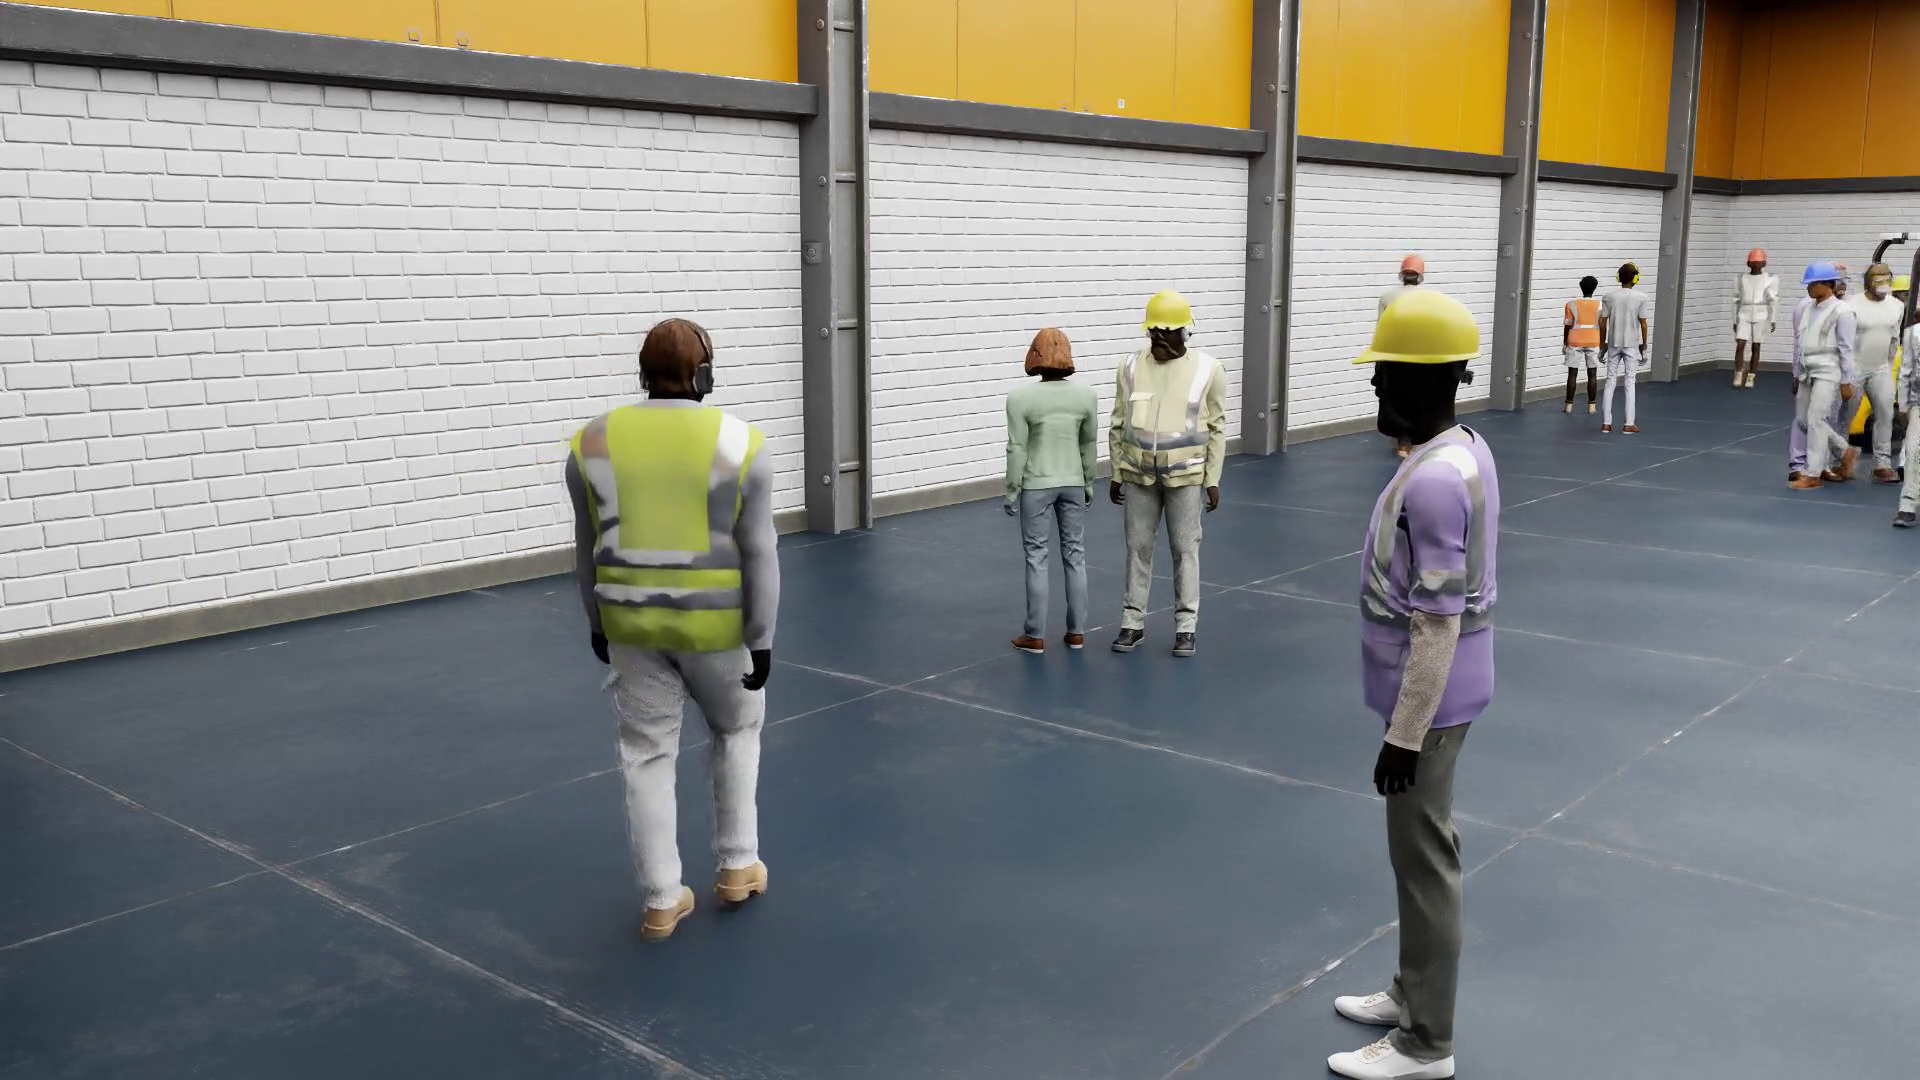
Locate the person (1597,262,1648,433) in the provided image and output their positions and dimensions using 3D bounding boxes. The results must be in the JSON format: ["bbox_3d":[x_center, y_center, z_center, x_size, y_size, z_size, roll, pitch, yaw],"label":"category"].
[{"bbox_3d":[7.282,-2.102,18.259,0.531,1.870,0.317,7,12,34],"label":"person"}]

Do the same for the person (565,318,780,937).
[{"bbox_3d":[-0.835,0.249,5.027,0.629,1.824,0.633,0,10,2],"label":"person"}]

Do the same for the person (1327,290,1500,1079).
[{"bbox_3d":[1.107,0.365,4.048,0.364,1.928,0.586,3,10,17],"label":"person"}]

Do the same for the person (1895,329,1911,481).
[{"bbox_3d":[8.207,-1.244,14.057,0.375,1.623,0.543,-6,12,-32],"label":"person"}]

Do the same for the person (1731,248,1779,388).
[{"bbox_3d":[11.418,-3.175,23.941,0.630,2.011,0.830,6,11,29],"label":"person"}]

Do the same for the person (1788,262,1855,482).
[{"bbox_3d":[7.465,-1.432,14.339,0.653,1.906,0.405,-5,11,-24],"label":"person"}]

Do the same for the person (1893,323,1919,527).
[{"bbox_3d":[7.062,-0.964,11.972,0.611,1.796,0.783,7,12,36],"label":"person"}]

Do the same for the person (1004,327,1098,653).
[{"bbox_3d":[0.456,-0.246,8.363,0.499,1.633,0.286,-4,11,-21],"label":"person"}]

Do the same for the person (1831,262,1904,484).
[{"bbox_3d":[7.828,-1.422,14.301,0.636,1.894,0.866,-1,10,-4],"label":"person"}]

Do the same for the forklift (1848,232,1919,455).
[{"bbox_3d":[9.955,-1.972,16.595,2.313,2.155,1.214,1,10,8],"label":"forklift"}]

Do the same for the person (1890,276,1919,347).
[{"bbox_3d":[10.086,-1.976,17.964,0.886,1.719,0.558,-1,10,-3],"label":"person"}]

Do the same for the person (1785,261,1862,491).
[{"bbox_3d":[7.329,-1.380,13.997,0.720,1.920,0.642,-1,10,-8],"label":"person"}]

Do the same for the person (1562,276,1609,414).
[{"bbox_3d":[7.664,-2.388,20.404,0.531,1.689,0.321,2,10,13],"label":"person"}]

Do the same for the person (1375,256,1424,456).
[{"bbox_3d":[4.463,-1.830,16.497,0.632,1.933,1.064,5,11,25],"label":"person"}]

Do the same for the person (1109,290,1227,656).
[{"bbox_3d":[1.018,-0.327,8.290,0.588,1.822,0.403,4,11,20],"label":"person"}]
